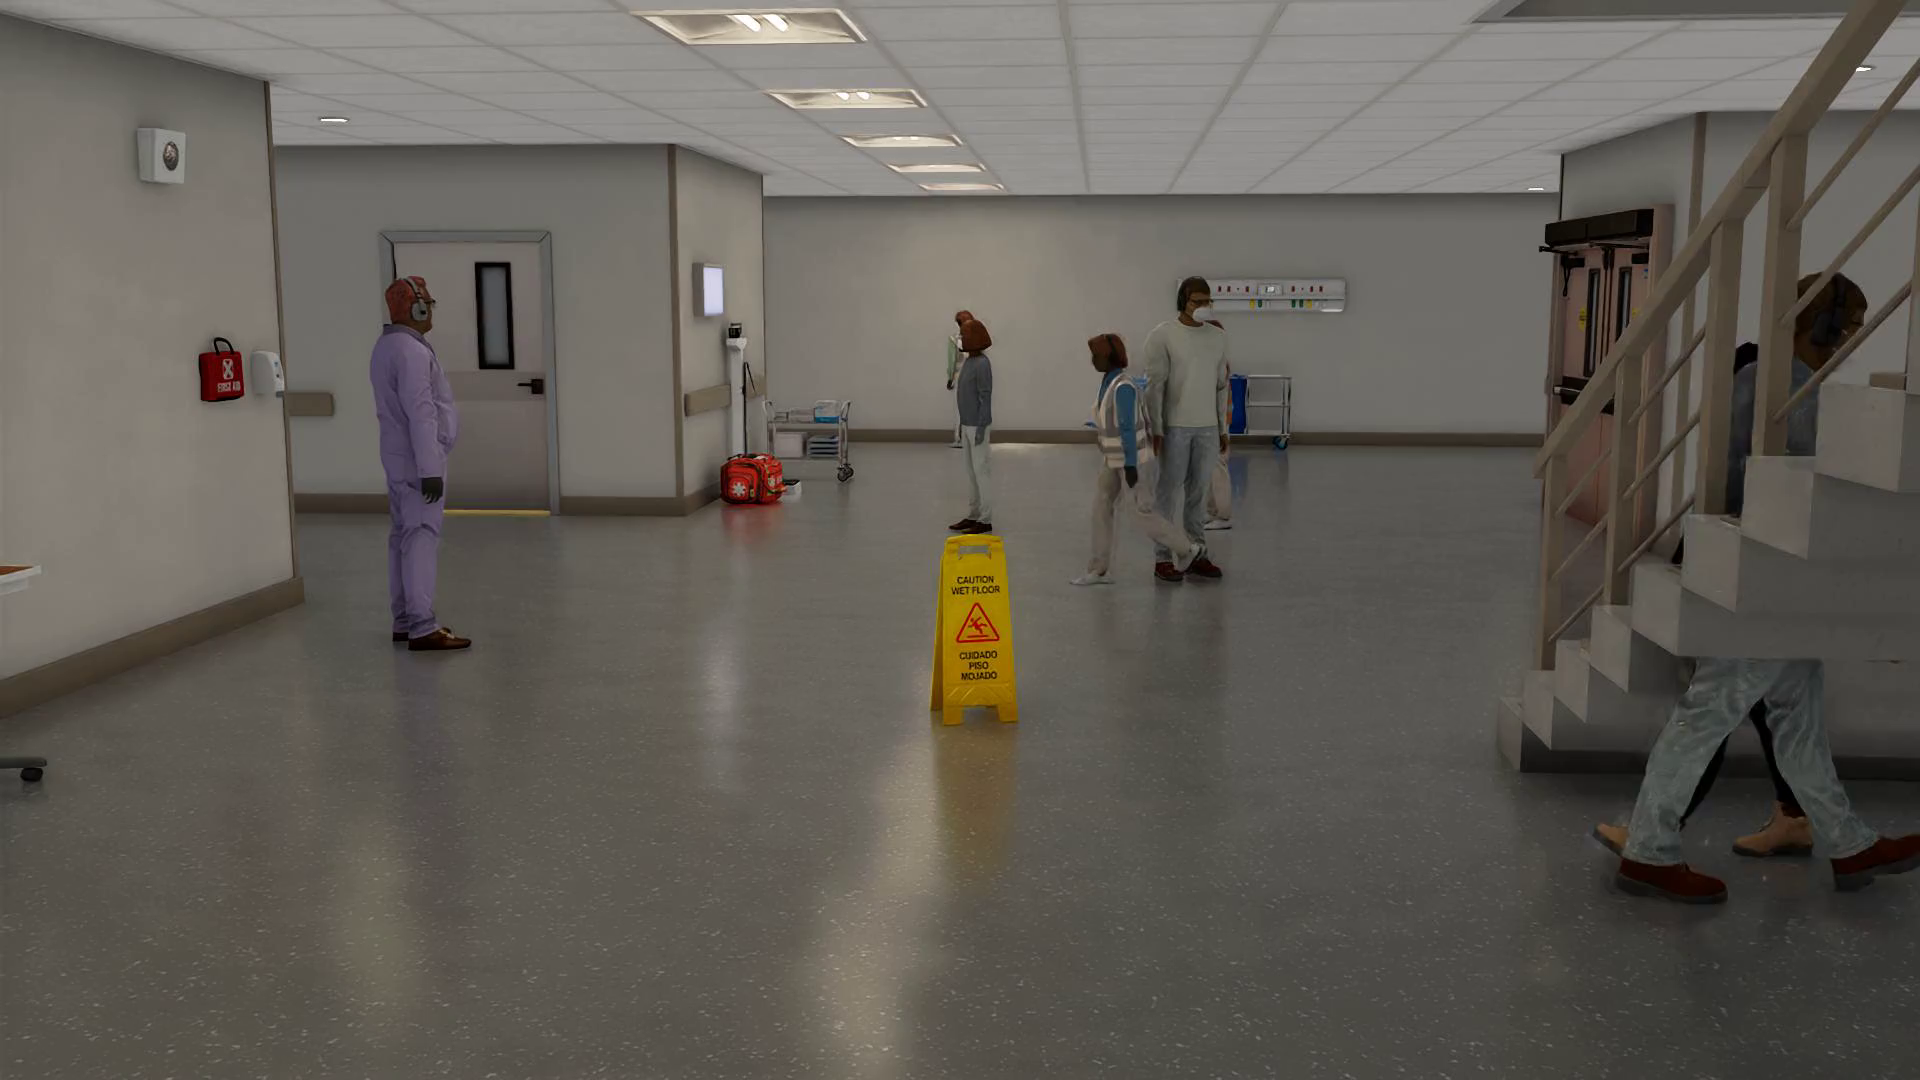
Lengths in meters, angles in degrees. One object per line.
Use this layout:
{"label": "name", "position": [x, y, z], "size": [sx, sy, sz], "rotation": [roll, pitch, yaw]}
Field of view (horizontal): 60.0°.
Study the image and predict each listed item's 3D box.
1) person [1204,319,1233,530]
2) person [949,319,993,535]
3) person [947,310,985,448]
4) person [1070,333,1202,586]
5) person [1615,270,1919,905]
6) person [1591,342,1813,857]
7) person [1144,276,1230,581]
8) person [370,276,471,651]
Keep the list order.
{"label": "person", "position": [1.965, -0.897, 12.950], "size": [0.313, 1.633, 0.529], "rotation": [-1, 8, -6]}
{"label": "person", "position": [0.098, -0.857, 12.662], "size": [0.280, 1.634, 0.498], "rotation": [-3, 9, -18]}
{"label": "person", "position": [0.076, -1.903, 19.768], "size": [0.511, 1.638, 0.308], "rotation": [-5, 10, -30]}
{"label": "person", "position": [1.111, -0.494, 10.367], "size": [0.774, 1.597, 0.523], "rotation": [-2, 9, -15]}
{"label": "person", "position": [2.455, 0.161, 4.898], "size": [0.994, 1.879, 0.657], "rotation": [1, 8, 7]}
{"label": "person", "position": [2.393, 0.216, 5.257], "size": [0.818, 1.659, 0.549], "rotation": [0, 8, 3]}
{"label": "person", "position": [1.466, -0.710, 10.646], "size": [0.630, 1.938, 0.372], "rotation": [-5, 10, -28]}
{"label": "person", "position": [-2.780, -0.392, 8.562], "size": [0.410, 1.913, 0.651], "rotation": [-5, 10, -31]}
